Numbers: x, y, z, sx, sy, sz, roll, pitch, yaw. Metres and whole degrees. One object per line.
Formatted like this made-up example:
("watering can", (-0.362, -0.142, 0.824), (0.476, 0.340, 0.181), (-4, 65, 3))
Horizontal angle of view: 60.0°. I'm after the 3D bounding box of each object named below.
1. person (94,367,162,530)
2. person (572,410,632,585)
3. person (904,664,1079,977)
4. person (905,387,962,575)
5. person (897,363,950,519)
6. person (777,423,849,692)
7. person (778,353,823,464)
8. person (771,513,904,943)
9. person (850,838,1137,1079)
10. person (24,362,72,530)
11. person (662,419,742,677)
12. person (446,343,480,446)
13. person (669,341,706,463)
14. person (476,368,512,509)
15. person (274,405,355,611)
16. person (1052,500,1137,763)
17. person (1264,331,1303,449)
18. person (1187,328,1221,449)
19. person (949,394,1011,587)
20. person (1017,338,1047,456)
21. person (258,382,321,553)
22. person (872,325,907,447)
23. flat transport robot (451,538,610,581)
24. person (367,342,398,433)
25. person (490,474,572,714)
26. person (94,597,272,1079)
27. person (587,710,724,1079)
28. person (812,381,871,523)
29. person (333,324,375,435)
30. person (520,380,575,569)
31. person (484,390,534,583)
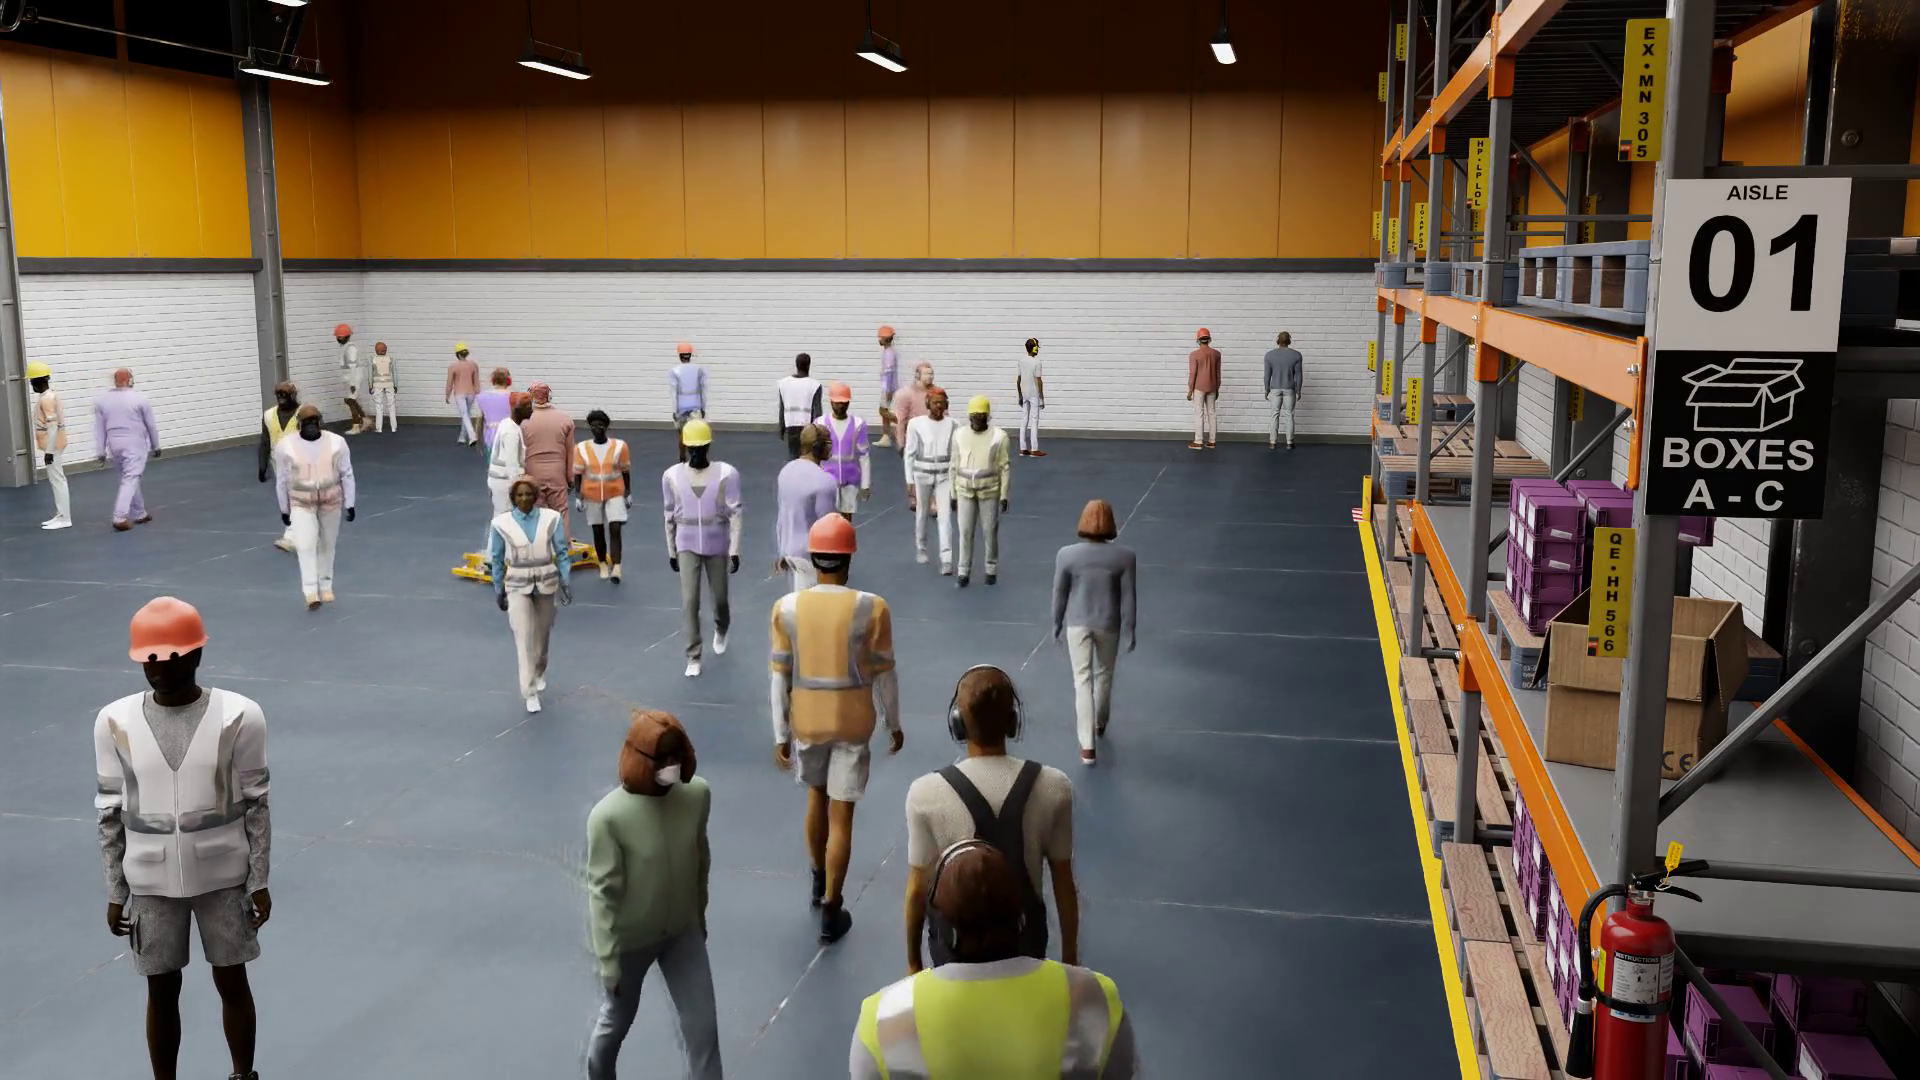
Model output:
("person", (-9.581, -1.050, 19.136), (0.619, 1.863, 0.981), (1, 10, 8))
("person", (-3.382, -0.389, 15.698), (0.544, 1.650, 0.850), (-1, 9, -7))
("person", (0.092, 1.280, 5.139), (0.538, 1.829, 0.408), (-2, 10, -10))
("person", (-0.270, -0.614, 16.575), (0.584, 1.835, 1.016), (-1, 10, -8))
("person", (-0.390, -1.203, 20.013), (0.667, 1.850, 0.985), (-6, 11, -32))
("person", (-1.002, 0.117, 11.887), (0.737, 1.910, 0.656), (-6, 11, -33))
("person", (-2.046, -1.449, 21.354), (0.610, 1.901, 0.482), (2, 10, 14))
("person", (-0.551, 0.824, 7.660), (0.560, 1.903, 0.820), (2, 10, 13))
("person", (0.089, 1.549, 3.599), (0.637, 1.811, 0.820), (0, 9, -1))
("person", (-10.446, -1.080, 19.072), (0.384, 1.923, 0.590), (-4, 10, -25))
("person", (-1.923, 0.024, 12.520), (0.592, 1.905, 0.786), (-1, 9, -4))
("person", (-8.295, -2.437, 27.844), (0.533, 1.724, 0.905), (-8, 12, -39))
("person", (-4.007, -1.987, 24.589), (0.550, 1.914, 0.875), (-4, 10, -22))
("person", (-5.473, -1.151, 19.870), (0.597, 1.795, 0.947), (-2, 10, -12))
("person", (-5.653, -0.281, 14.661), (0.629, 1.793, 0.955), (-5, 11, -29))
("person", (0.829, 0.537, 10.335), (0.515, 1.582, 0.847), (0, 9, 2))
("person", (5.300, -2.454, 27.308), (0.630, 1.940, 0.372), (2, 10, 12))
("person", (3.996, -2.482, 27.313), (0.612, 1.991, 0.392), (-4, 10, -25))
("person", (0.171, -0.464, 15.644), (0.591, 1.833, 0.404), (2, 10, 14))
("person", (1.134, -2.255, 26.312), (0.532, 1.870, 0.316), (9, 13, 43))
("person", (-7.124, -0.779, 17.662), (0.650, 1.786, 0.973), (1, 10, 9))
("person", (-1.141, -2.536, 27.544), (0.586, 2.023, 0.625), (-1, 9, -4))
("flat transport robot", (-4.225, 0.185, 16.417), (0.652, 0.197, 1.431), (7, 12, 37))
("person", (-10.366, -2.734, 29.893), (0.518, 1.640, 0.307), (-5, 11, -27))
("person", (-2.982, 0.326, 11.546), (0.510, 1.604, 0.830), (-5, 10, -25))
("person", (-2.618, 1.142, 5.645), (0.545, 1.938, 0.361), (-3, 10, -17))
("person", (-1.027, 1.329, 5.591), (0.508, 1.577, 0.874), (-8, 13, -41))
("person", (-1.141, -0.551, 15.918), (0.578, 1.908, 0.809), (-1, 9, -7))
("person", (-10.784, -2.852, 29.549), (0.731, 1.992, 0.680), (-7, 12, -37))
("person", (-4.086, -0.608, 16.283), (0.644, 1.907, 0.399), (-5, 11, -27))
("person", (-4.202, -0.492, 15.778), (0.780, 1.836, 0.603), (-2, 10, -13))
